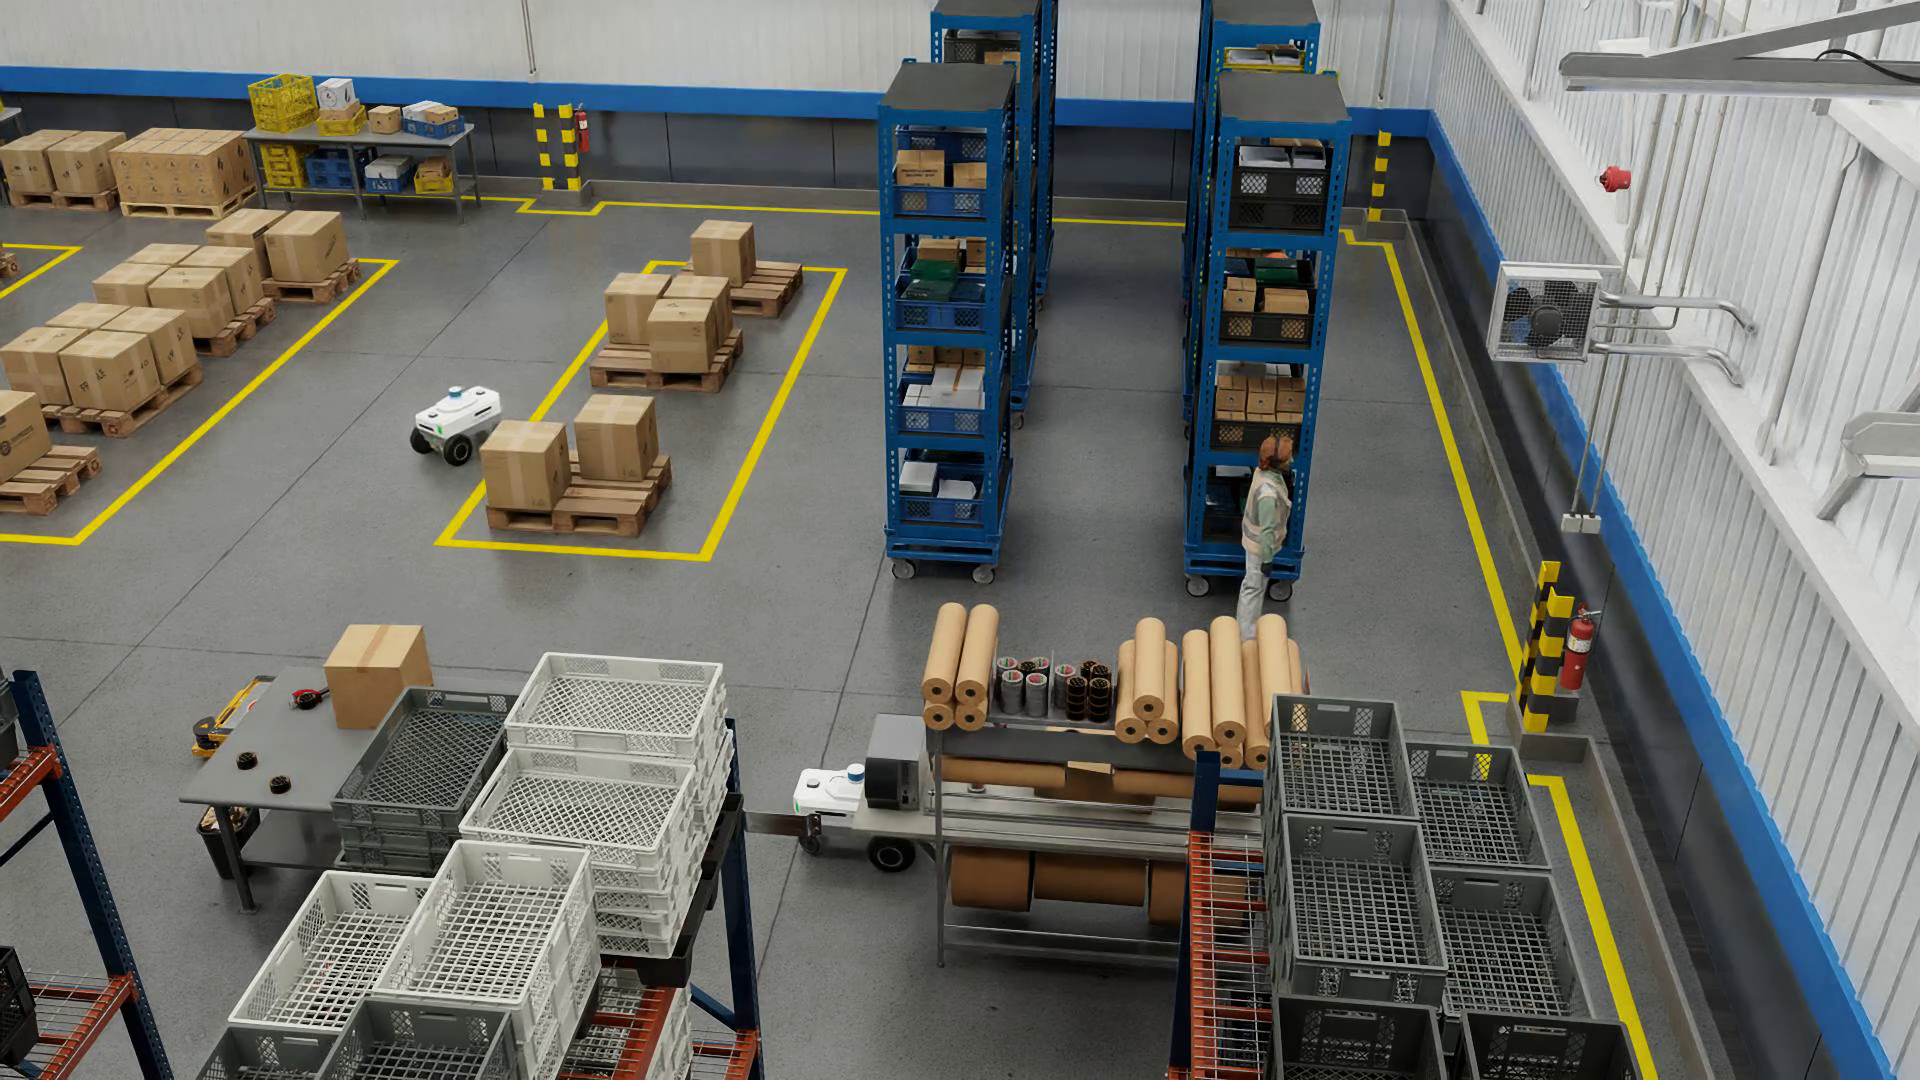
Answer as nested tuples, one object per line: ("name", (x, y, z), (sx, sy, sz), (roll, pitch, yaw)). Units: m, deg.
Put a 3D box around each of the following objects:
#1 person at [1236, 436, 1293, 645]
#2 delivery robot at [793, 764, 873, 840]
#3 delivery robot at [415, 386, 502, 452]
("person", (2.050, 0.031, 11.250), (0.311, 1.633, 0.519), (4, 30, 7))
("delivery robot", (-0.599, 1.520, 9.665), (0.707, 0.478, 0.477), (4, 31, 7))
("delivery robot", (-4.243, -1.062, 14.092), (0.477, 0.478, 0.707), (19, 34, 29))
